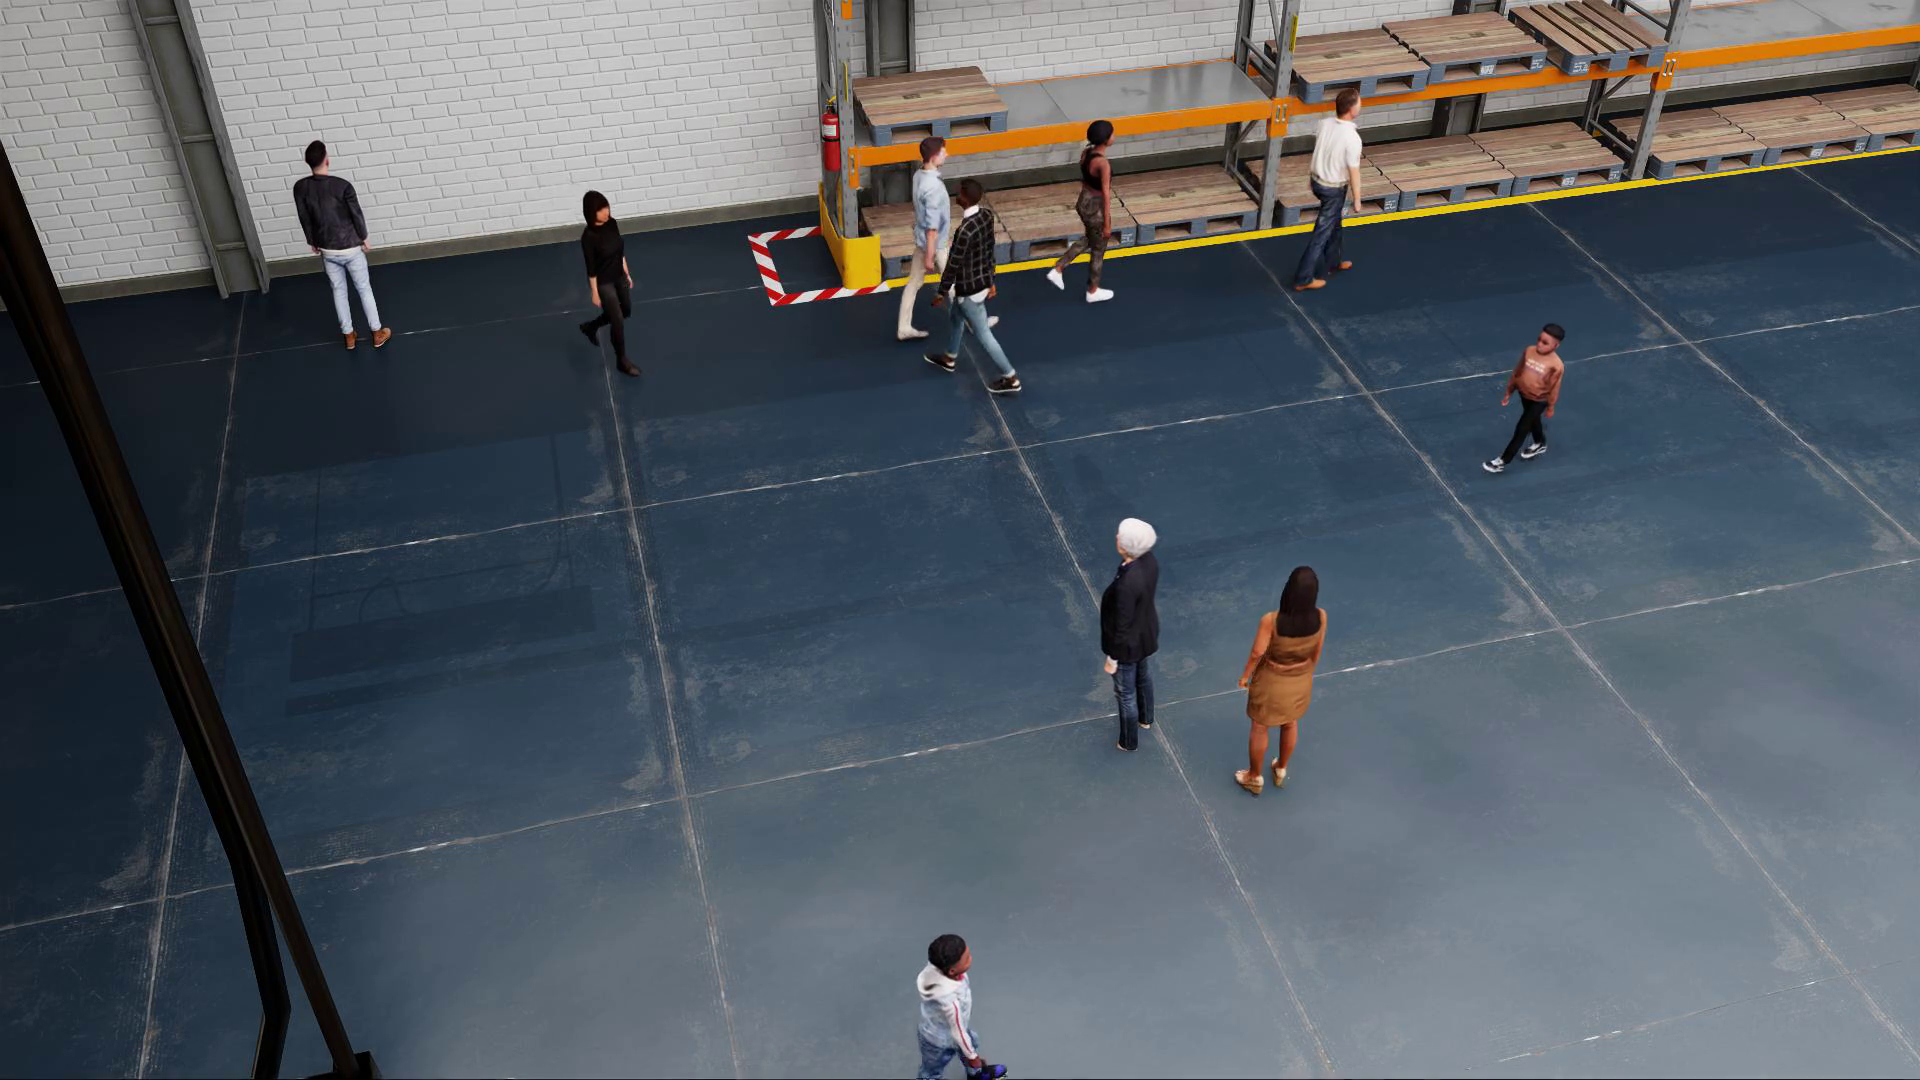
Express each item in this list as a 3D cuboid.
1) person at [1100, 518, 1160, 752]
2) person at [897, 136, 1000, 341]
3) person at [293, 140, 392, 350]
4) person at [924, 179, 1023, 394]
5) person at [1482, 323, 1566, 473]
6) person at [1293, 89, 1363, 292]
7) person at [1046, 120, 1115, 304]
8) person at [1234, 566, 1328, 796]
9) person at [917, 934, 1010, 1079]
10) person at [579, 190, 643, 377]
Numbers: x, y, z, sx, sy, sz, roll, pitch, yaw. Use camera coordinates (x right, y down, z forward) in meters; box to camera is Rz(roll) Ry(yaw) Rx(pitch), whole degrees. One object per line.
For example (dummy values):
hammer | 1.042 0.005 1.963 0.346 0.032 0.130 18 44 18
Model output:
person | 1.049 0.633 10.098 0.804 1.781 0.839 19 42 22
person | -0.329 -2.433 13.703 1.080 1.819 0.645 -9 40 -11
person | -5.093 -2.410 13.661 0.553 1.836 0.756 -3 39 -3
person | 0.184 -1.947 13.128 1.250 1.777 1.143 17 42 21
person | 4.360 -1.089 12.503 0.957 1.215 0.679 -19 43 -23
person | 3.116 -2.998 14.398 0.939 1.833 0.740 -14 41 -17
person | 1.066 -2.775 14.235 0.848 1.689 0.616 -13 40 -15
person | 1.867 0.840 9.711 0.431 1.686 0.650 -12 40 -15
person | -0.139 2.383 8.139 0.773 1.237 0.587 0 39 0
person | -2.899 -2.098 13.443 0.965 1.620 0.884 18 42 21
